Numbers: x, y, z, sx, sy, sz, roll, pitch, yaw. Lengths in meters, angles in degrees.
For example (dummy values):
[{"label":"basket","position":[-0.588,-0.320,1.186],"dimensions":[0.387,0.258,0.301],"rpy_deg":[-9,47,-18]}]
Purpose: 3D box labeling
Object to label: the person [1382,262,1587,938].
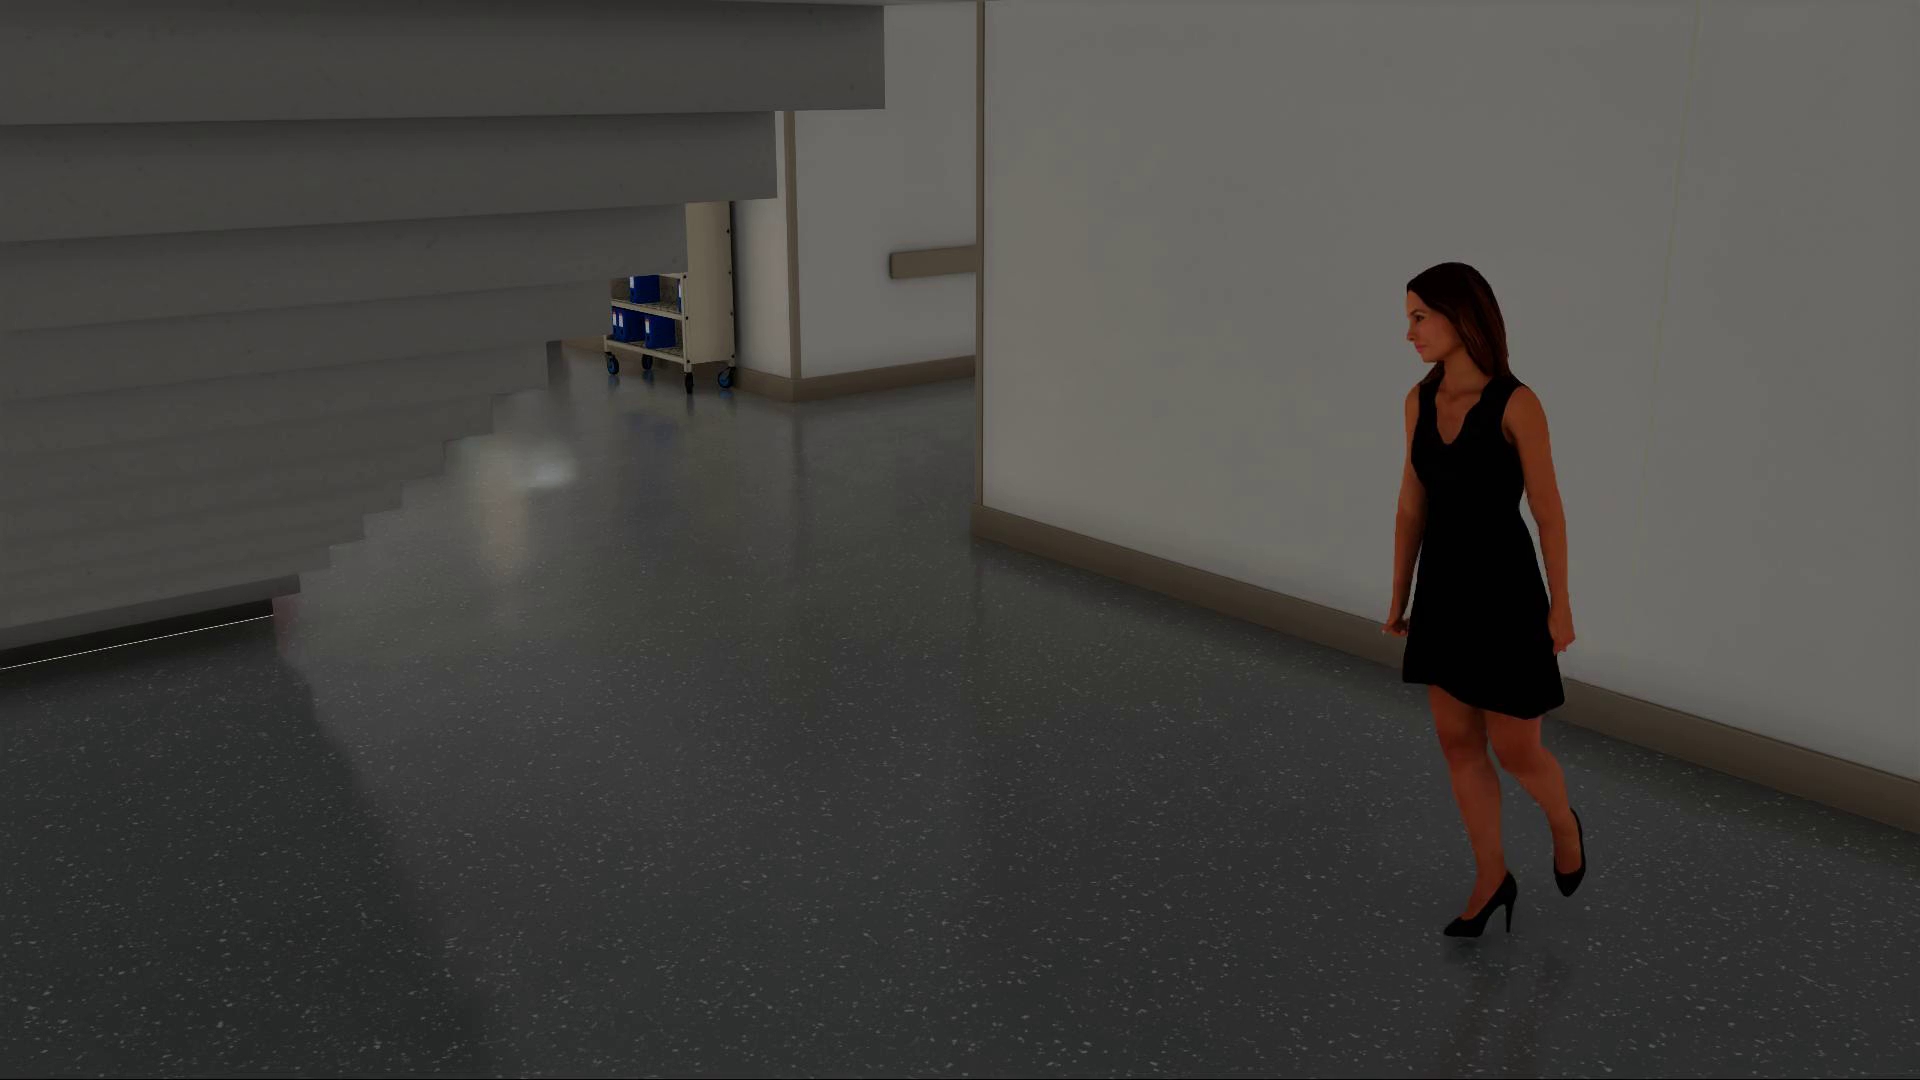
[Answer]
[{"label":"person","position":[1.372,0.210,4.306],"dimensions":[0.731,1.800,0.785],"rpy_deg":[-15,22,-42]}]
